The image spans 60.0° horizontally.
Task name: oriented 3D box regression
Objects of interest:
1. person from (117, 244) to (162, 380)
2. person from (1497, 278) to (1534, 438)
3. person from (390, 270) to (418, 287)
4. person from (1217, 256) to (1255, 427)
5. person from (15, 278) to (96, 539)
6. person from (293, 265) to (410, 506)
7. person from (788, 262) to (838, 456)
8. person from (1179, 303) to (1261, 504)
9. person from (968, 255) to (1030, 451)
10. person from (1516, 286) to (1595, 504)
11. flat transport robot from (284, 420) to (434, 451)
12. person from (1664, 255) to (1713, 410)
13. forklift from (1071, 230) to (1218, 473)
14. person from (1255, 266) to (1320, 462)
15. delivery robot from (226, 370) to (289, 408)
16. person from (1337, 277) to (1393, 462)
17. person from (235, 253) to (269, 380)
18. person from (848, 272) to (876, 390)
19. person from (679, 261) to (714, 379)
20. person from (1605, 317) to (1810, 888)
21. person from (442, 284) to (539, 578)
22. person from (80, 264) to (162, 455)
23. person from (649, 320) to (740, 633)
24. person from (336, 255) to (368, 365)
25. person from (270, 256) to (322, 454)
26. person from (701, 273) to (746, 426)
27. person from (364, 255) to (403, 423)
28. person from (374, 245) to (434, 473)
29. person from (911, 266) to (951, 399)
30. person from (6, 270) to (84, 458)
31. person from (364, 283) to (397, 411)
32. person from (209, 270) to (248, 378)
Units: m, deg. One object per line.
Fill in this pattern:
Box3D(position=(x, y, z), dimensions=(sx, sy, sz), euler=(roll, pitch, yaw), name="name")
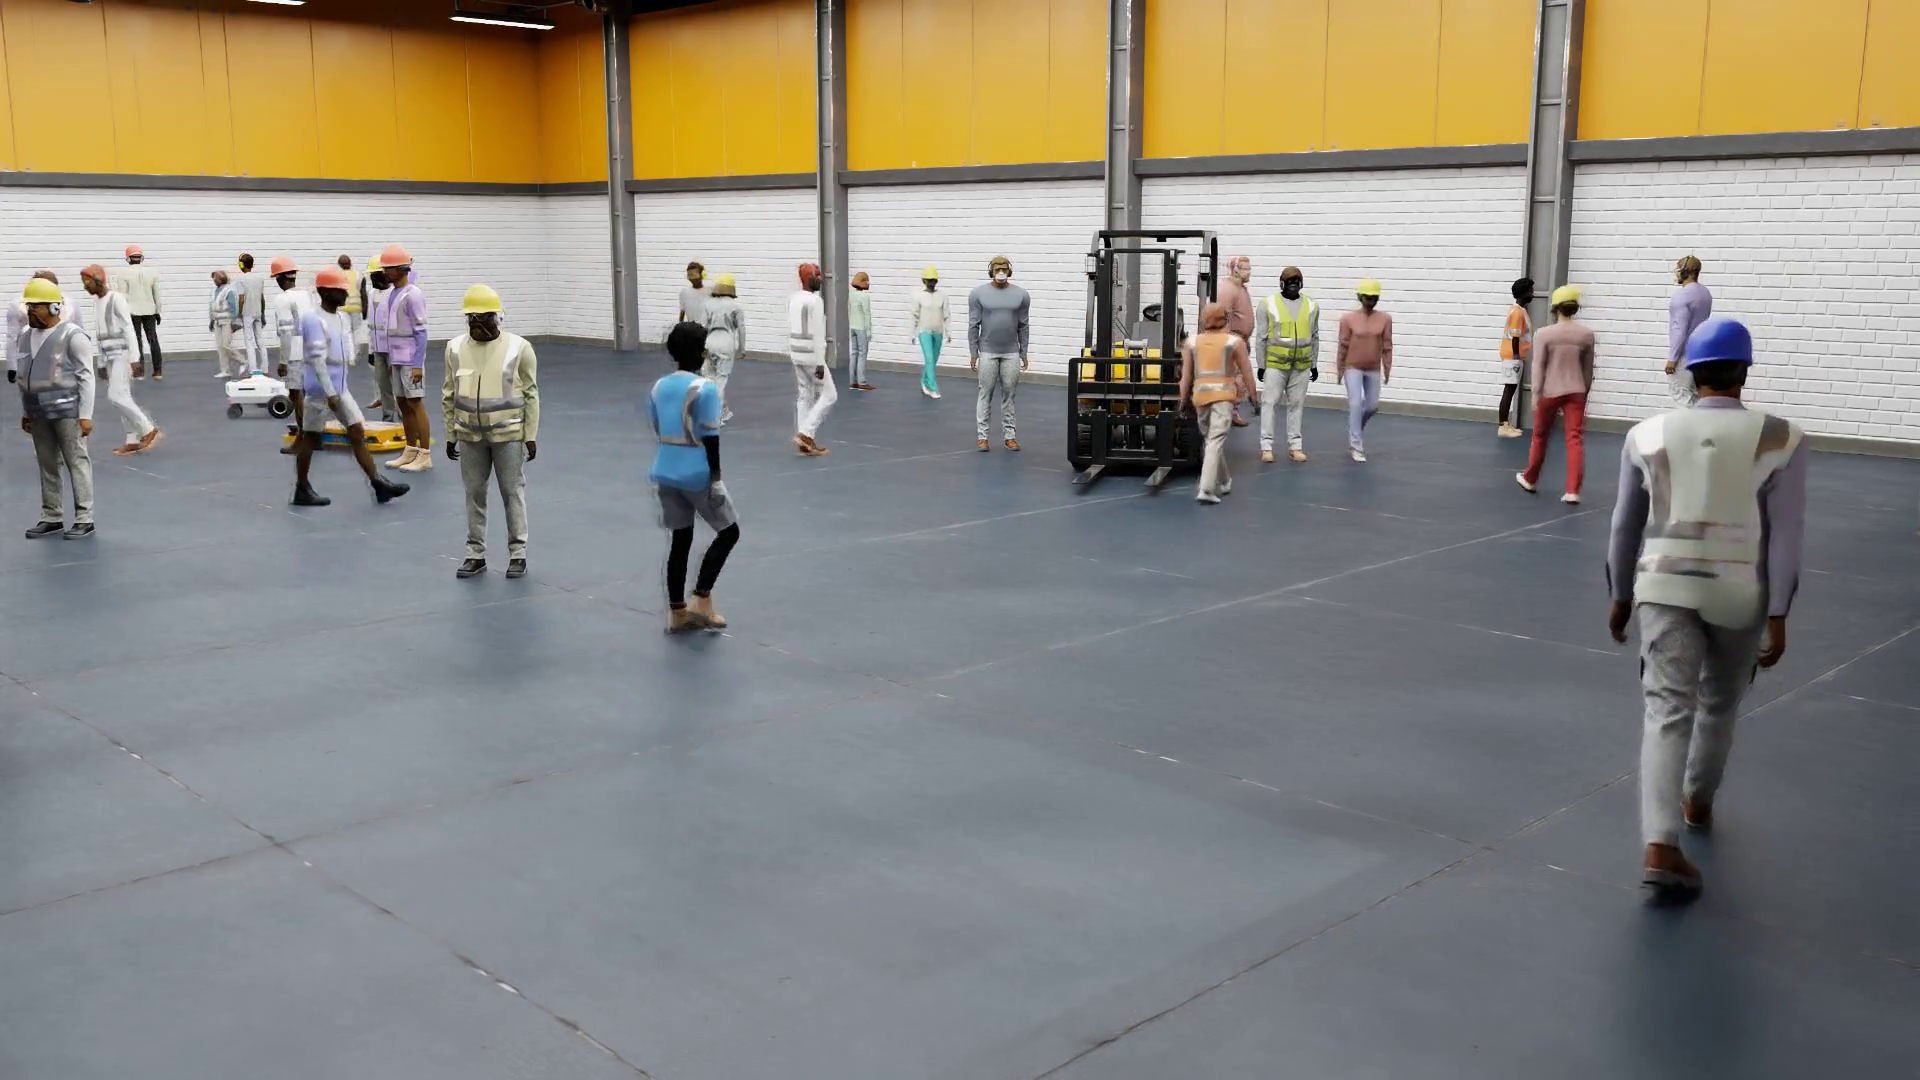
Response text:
Box3D(position=(-12.162, -3.371, 24.651), dimensions=(0.397, 1.992, 0.622), euler=(8, 13, 38), name="person")
Box3D(position=(5.881, -1.926, 17.614), dimensions=(0.321, 1.691, 0.531), euler=(4, 11, 20), name="person")
Box3D(position=(-9.592, -4.020, 28.637), dimensions=(0.583, 1.827, 0.629), euler=(-5, 12, -26), name="person")
Box3D(position=(3.136, -2.197, 18.515), dimensions=(0.508, 1.892, 0.671), euler=(4, 11, 21), name="person")
Box3D(position=(-6.370, -0.915, 11.700), dimensions=(0.591, 1.834, 0.404), euler=(3, 11, 17), name="person")
Box3D(position=(-4.865, -1.188, 13.023), dimensions=(0.965, 1.885, 0.560), euler=(2, 11, 13), name="person")
Box3D(position=(-1.430, -1.736, 16.072), dimensions=(0.409, 1.870, 0.619), euler=(-7, 12, -33), name="person")
Box3D(position=(2.090, -1.103, 13.379), dimensions=(0.621, 1.577, 0.865), euler=(6, 12, 29), name="person")
Box3D(position=(0.389, -1.843, 16.475), dimensions=(0.631, 1.940, 0.372), euler=(-2, 11, -11), name="person")
Box3D(position=(4.833, -1.177, 13.443), dimensions=(0.545, 1.720, 0.902), euler=(0, 10, -2), name="person")
Box3D(position=(-6.076, -1.069, 16.801), dimensions=(1.431, 0.197, 0.652), euler=(6, 12, 28), name="flat transport robot")
Box3D(position=(7.041, -1.782, 16.143), dimensions=(0.630, 1.938, 0.369), euler=(-9, 14, -42), name="person")
Box3D(position=(1.804, -1.825, 15.677), dimensions=(1.214, 2.155, 2.313), euler=(2, 11, 13), name="forklift")
Box3D(position=(3.095, -1.650, 15.688), dimensions=(0.625, 1.843, 0.430), euler=(-1, 10, -8), name="person")
Box3D(position=(-8.206, -1.751, 19.472), dimensions=(0.707, 0.478, 0.477), euler=(-3, 12, -18), name="delivery robot")
Box3D(position=(3.836, -1.640, 15.914), dimensions=(0.532, 1.748, 0.661), euler=(-1, 10, -6), name="person")
Box3D(position=(-10.495, -3.296, 24.591), dimensions=(0.316, 1.867, 0.532), euler=(5, 11, 23), name="person")
Box3D(position=(-1.373, -2.893, 23.028), dimensions=(0.265, 1.631, 0.507), euler=(-7, 12, -32), name="person")
Box3D(position=(-3.150, -2.487, 20.306), dimensions=(0.584, 1.831, 0.809), euler=(1, 10, 4), name="person")
Box3D(position=(2.480, 0.196, 5.601), dimensions=(0.614, 1.864, 1.078), euler=(5, 12, 27), name="person")
Box3D(position=(-2.929, -0.669, 10.363), dimensions=(0.600, 1.829, 0.404), euler=(1, 10, 3), name="person")
Box3D(position=(-8.205, -1.743, 16.155), dimensions=(0.637, 1.854, 0.457), euler=(10, 14, 42), name="person")
Box3D(position=(-1.429, -0.332, 8.913), dimensions=(0.544, 1.678, 0.394), euler=(10, 14, 42), name="person")
Box3D(position=(-10.168, -3.808, 27.570), dimensions=(0.627, 1.790, 0.954), euler=(-6, 12, -30), name="person")
Box3D(position=(-6.532, -1.805, 16.294), dimensions=(0.385, 1.928, 0.547), euler=(2, 11, 9), name="person")
Box3D(position=(-2.635, -2.147, 18.757), dimensions=(0.496, 1.702, 0.844), euler=(4, 11, 20), name="person")
Box3D(position=(-6.007, -2.013, 17.427), dimensions=(0.594, 1.925, 0.369), euler=(7, 12, 33), name="person")
Box3D(position=(-5.028, -1.626, 15.007), dimensions=(0.381, 2.040, 0.616), euler=(-9, 14, -40), name="person")
Box3D(position=(-0.399, -2.762, 22.048), dimensions=(0.530, 1.731, 0.852), euler=(-4, 11, -23), name="person")
Box3D(position=(-8.657, -1.656, 15.830), dimensions=(0.741, 1.795, 0.785), euler=(-8, 13, -38), name="person")
Box3D(position=(-6.978, -2.463, 20.195), dimensions=(0.622, 1.826, 0.372), euler=(4, 11, 22), name="person")
Box3D(position=(-11.035, -3.243, 24.984), dimensions=(0.532, 1.623, 0.401), euler=(7, 13, 34), name="person")
